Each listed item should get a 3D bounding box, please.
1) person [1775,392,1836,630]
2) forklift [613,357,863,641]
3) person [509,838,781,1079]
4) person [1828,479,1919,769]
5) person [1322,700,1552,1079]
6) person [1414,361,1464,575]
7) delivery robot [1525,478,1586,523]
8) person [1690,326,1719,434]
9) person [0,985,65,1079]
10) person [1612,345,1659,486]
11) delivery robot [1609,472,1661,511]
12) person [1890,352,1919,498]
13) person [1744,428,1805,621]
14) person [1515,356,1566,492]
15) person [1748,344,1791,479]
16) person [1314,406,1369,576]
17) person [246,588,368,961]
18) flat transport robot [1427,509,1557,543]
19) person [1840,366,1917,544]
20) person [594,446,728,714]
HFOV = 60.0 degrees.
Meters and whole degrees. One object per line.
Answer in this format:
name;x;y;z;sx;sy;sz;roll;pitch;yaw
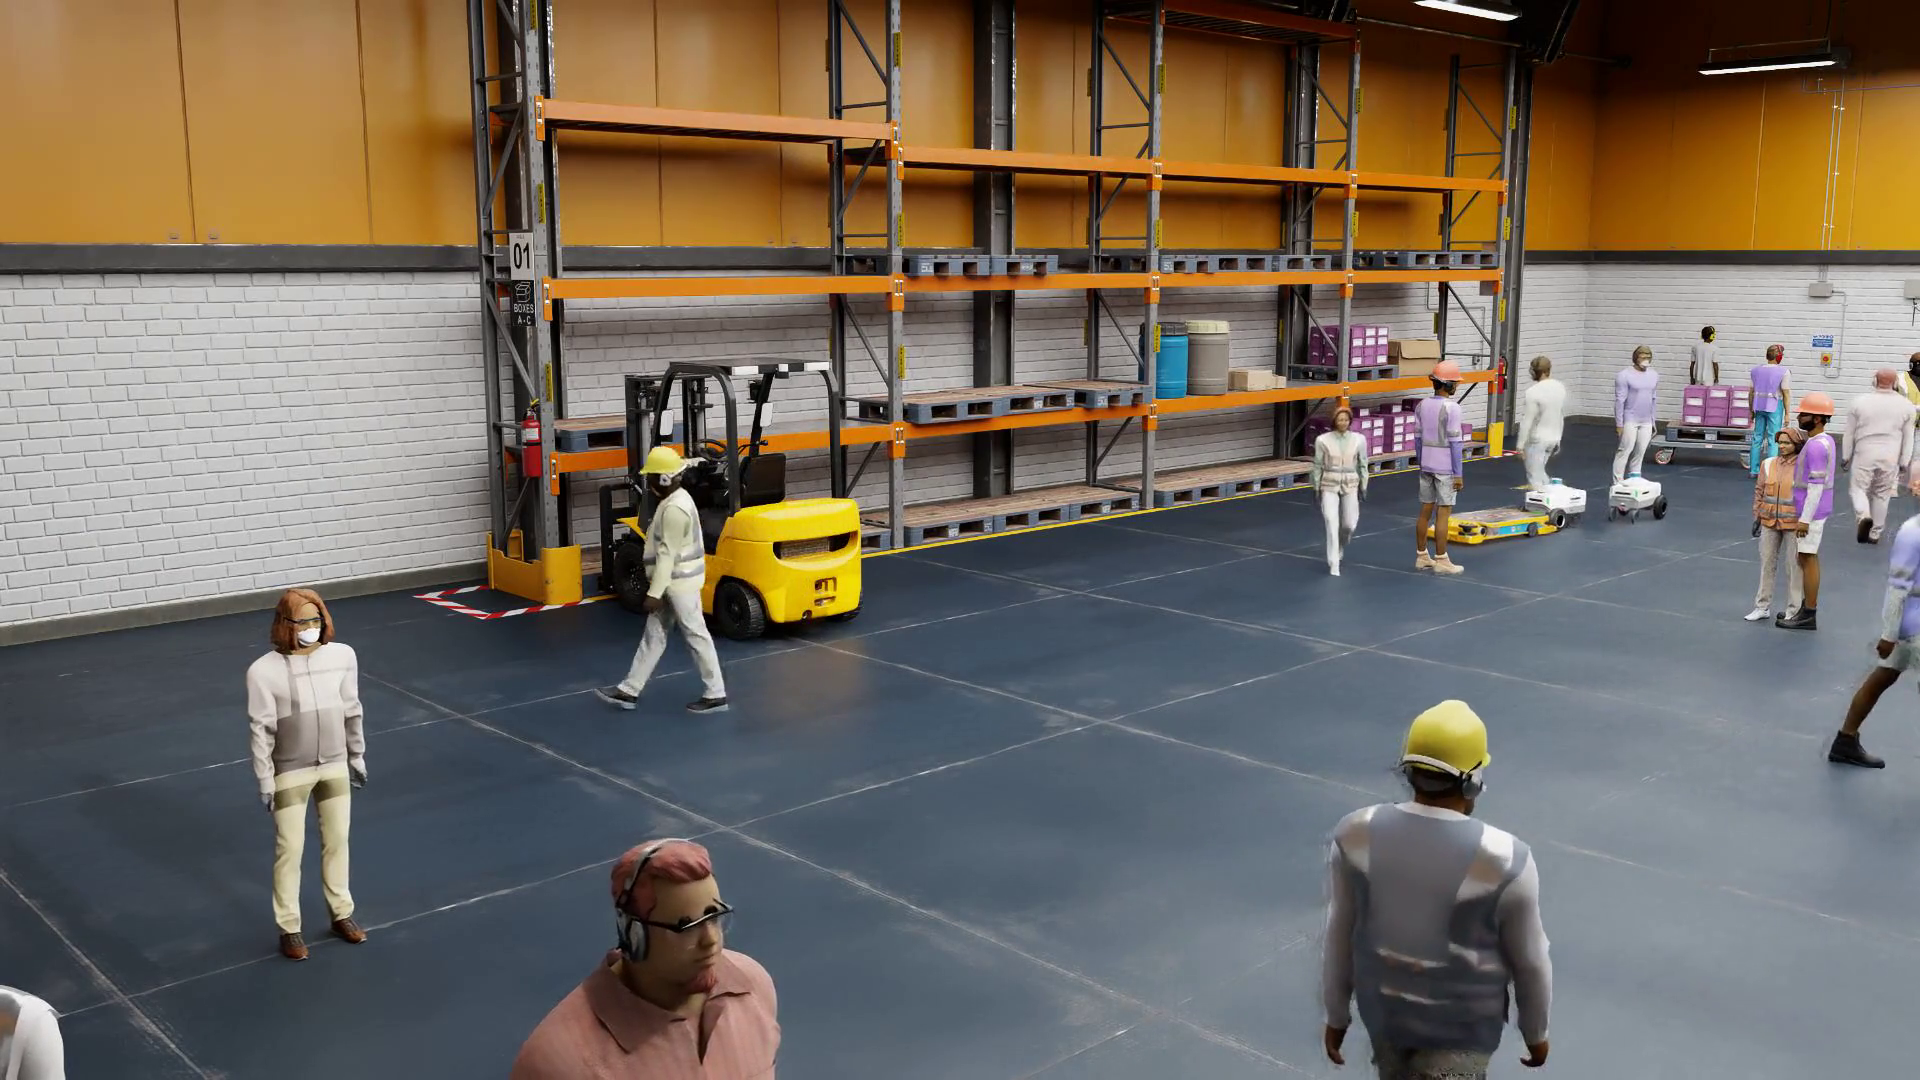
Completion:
person;6.909;-0.237;13.555;0.347;1.942;0.548;6;11;29
forklift;-1.847;-0.414;13.852;1.214;2.155;2.313;-9;13;-42
person;-0.564;1.522;3.352;0.410;1.911;0.640;8;12;38
person;5.591;0.473;9.586;1.020;1.874;0.563;7;12;37
person;1.391;1.335;4.799;0.603;1.777;0.950;8;13;39
person;4.603;-0.691;15.916;0.371;2.044;0.608;-4;11;-24
delivery robot;6.648;-0.444;18.550;0.707;0.478;0.477;-6;11;-32
person;12.506;-2.657;27.930;0.328;1.873;0.517;-7;12;-36
person;-2.087;1.532;3.371;0.573;1.883;0.355;-1;10;-5
person;8.409;-1.456;20.704;0.633;1.936;0.355;-4;10;-21
delivery robot;7.765;-0.542;19.122;0.477;0.478;0.707;9;13;44
person;11.967;-1.437;20.879;0.625;1.844;0.429;2;10;10
person;6.786;-0.112;13.708;0.306;1.640;0.522;-7;12;-36
person;6.466;-1.095;18.605;0.660;1.929;0.419;-7;12;-36
person;10.959;-1.724;22.542;0.376;1.844;0.571;-6;11;-32
person;3.642;-0.491;15.979;0.521;1.622;0.597;0;10;2
person;-2.825;1.003;7.229;0.280;1.624;0.494;8;13;40
flat transport robot;5.736;-0.163;18.009;1.431;0.197;0.652;-6;12;-32
person;9.599;-0.870;17.406;0.660;1.891;0.641;4;10;20
person;-1.970;0.283;10.941;0.910;1.783;0.610;-2;10;-13
